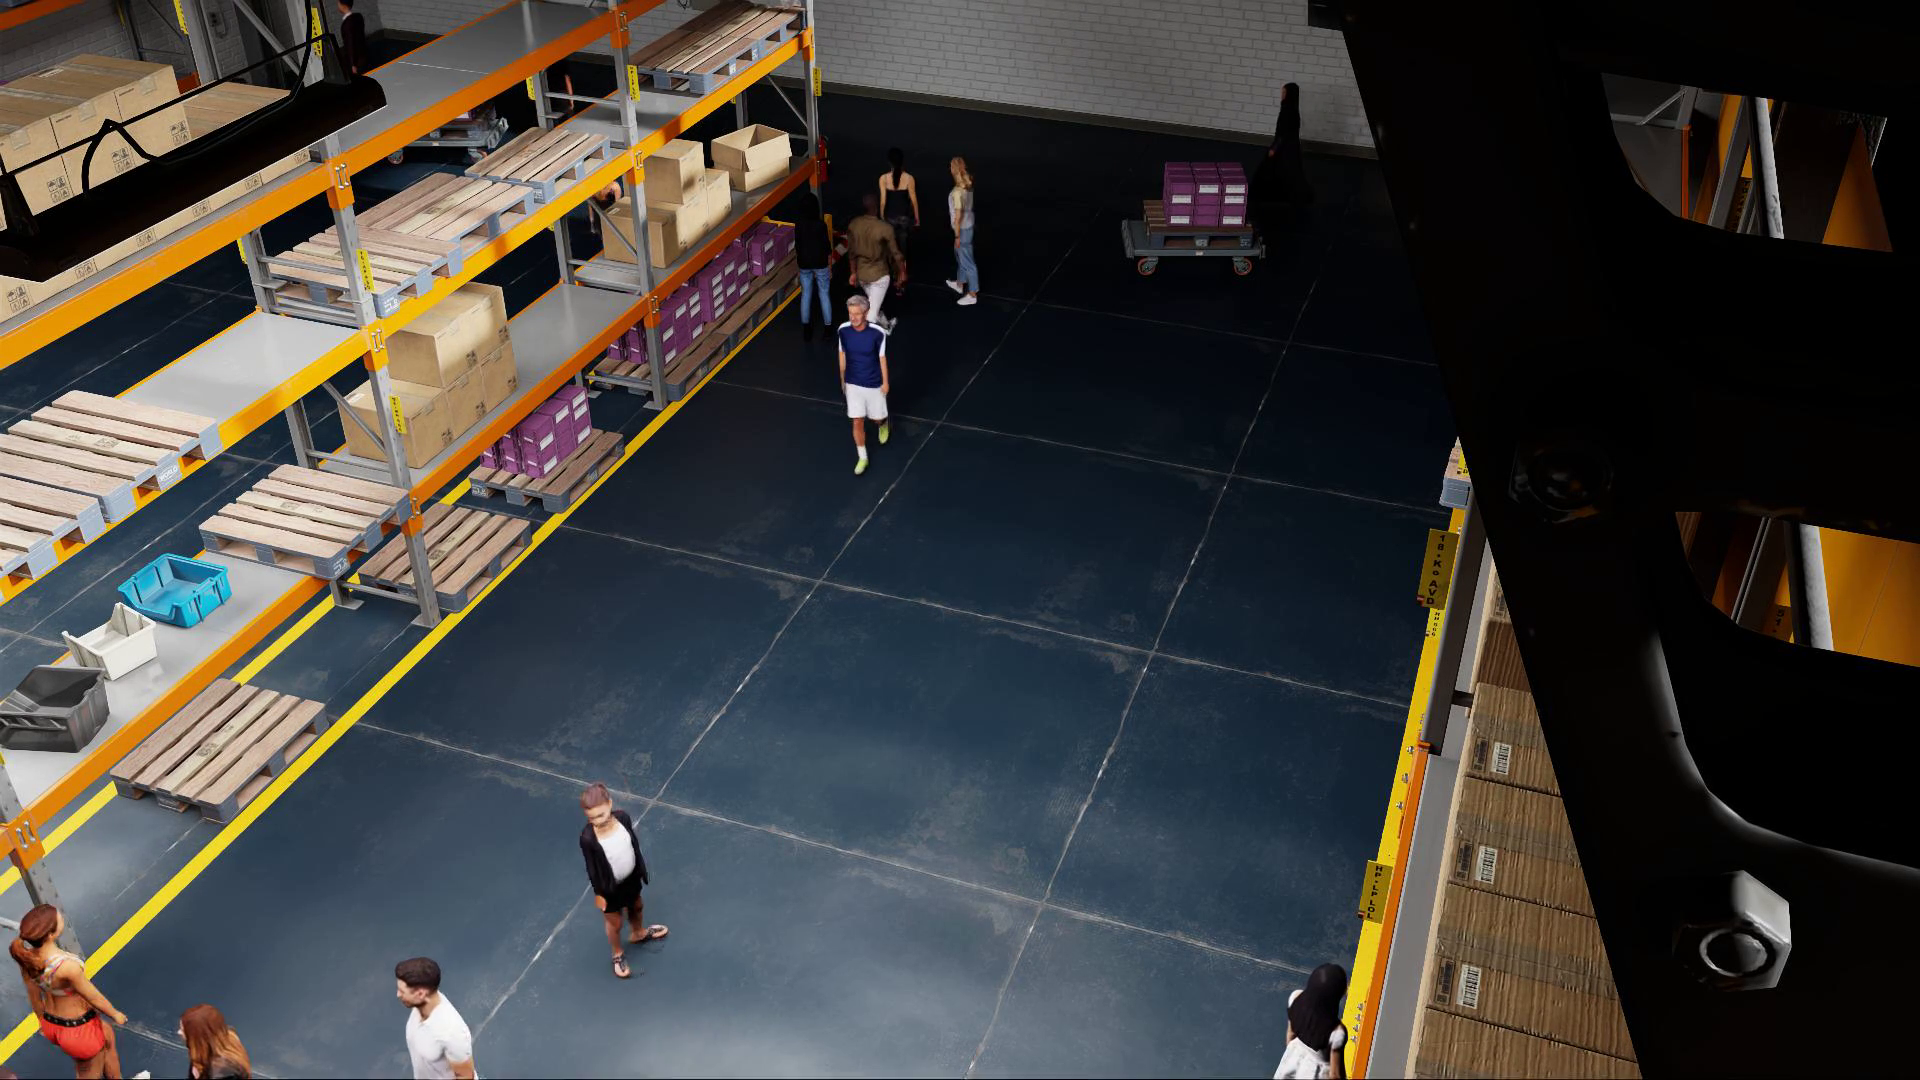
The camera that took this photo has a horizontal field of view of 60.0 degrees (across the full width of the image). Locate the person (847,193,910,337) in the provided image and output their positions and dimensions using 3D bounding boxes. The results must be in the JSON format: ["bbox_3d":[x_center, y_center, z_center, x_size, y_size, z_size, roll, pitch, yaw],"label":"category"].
[{"bbox_3d":[-0.965,-2.748,17.643,0.877,1.787,1.179,19,38,26],"label":"person"}]

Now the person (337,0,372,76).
[{"bbox_3d":[-8.555,-6.861,23.767,0.904,1.857,0.901,2,34,2],"label":"person"}]

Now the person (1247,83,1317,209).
[{"bbox_3d":[4.253,-5.019,21.232,0.943,1.595,1.132,-1,34,-1],"label":"person"}]

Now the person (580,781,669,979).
[{"bbox_3d":[-2.166,2.103,10.562,0.811,1.547,0.633,19,38,26],"label":"person"}]

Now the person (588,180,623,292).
[{"bbox_3d":[-4.024,-3.539,18.926,0.568,1.684,1.078,11,35,16],"label":"person"}]

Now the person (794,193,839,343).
[{"bbox_3d":[-1.581,-2.952,18.027,0.599,1.701,0.579,6,34,9],"label":"person"}]

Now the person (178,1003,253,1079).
[{"bbox_3d":[-3.847,3.087,8.931,0.730,1.712,0.671,-15,36,-21],"label":"person"}]

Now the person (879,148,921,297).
[{"bbox_3d":[-0.719,-3.590,18.972,0.687,1.717,0.729,4,34,5],"label":"person"}]

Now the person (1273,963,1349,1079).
[{"bbox_3d":[1.900,2.964,9.065,0.819,1.769,0.783,-21,39,-28],"label":"person"}]

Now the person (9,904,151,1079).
[{"bbox_3d":[-5.015,2.798,9.310,0.589,1.774,0.753,13,36,19],"label":"person"}]

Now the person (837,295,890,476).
[{"bbox_3d":[-0.878,-1.534,15.788,0.737,1.818,0.993,6,34,9],"label":"person"}]

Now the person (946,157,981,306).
[{"bbox_3d":[0.078,-3.505,18.847,0.740,1.714,0.654,6,34,9],"label":"person"}]

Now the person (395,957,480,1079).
[{"bbox_3d":[-2.701,2.939,9.039,0.955,1.839,0.880,-25,41,-32],"label":"person"}]
